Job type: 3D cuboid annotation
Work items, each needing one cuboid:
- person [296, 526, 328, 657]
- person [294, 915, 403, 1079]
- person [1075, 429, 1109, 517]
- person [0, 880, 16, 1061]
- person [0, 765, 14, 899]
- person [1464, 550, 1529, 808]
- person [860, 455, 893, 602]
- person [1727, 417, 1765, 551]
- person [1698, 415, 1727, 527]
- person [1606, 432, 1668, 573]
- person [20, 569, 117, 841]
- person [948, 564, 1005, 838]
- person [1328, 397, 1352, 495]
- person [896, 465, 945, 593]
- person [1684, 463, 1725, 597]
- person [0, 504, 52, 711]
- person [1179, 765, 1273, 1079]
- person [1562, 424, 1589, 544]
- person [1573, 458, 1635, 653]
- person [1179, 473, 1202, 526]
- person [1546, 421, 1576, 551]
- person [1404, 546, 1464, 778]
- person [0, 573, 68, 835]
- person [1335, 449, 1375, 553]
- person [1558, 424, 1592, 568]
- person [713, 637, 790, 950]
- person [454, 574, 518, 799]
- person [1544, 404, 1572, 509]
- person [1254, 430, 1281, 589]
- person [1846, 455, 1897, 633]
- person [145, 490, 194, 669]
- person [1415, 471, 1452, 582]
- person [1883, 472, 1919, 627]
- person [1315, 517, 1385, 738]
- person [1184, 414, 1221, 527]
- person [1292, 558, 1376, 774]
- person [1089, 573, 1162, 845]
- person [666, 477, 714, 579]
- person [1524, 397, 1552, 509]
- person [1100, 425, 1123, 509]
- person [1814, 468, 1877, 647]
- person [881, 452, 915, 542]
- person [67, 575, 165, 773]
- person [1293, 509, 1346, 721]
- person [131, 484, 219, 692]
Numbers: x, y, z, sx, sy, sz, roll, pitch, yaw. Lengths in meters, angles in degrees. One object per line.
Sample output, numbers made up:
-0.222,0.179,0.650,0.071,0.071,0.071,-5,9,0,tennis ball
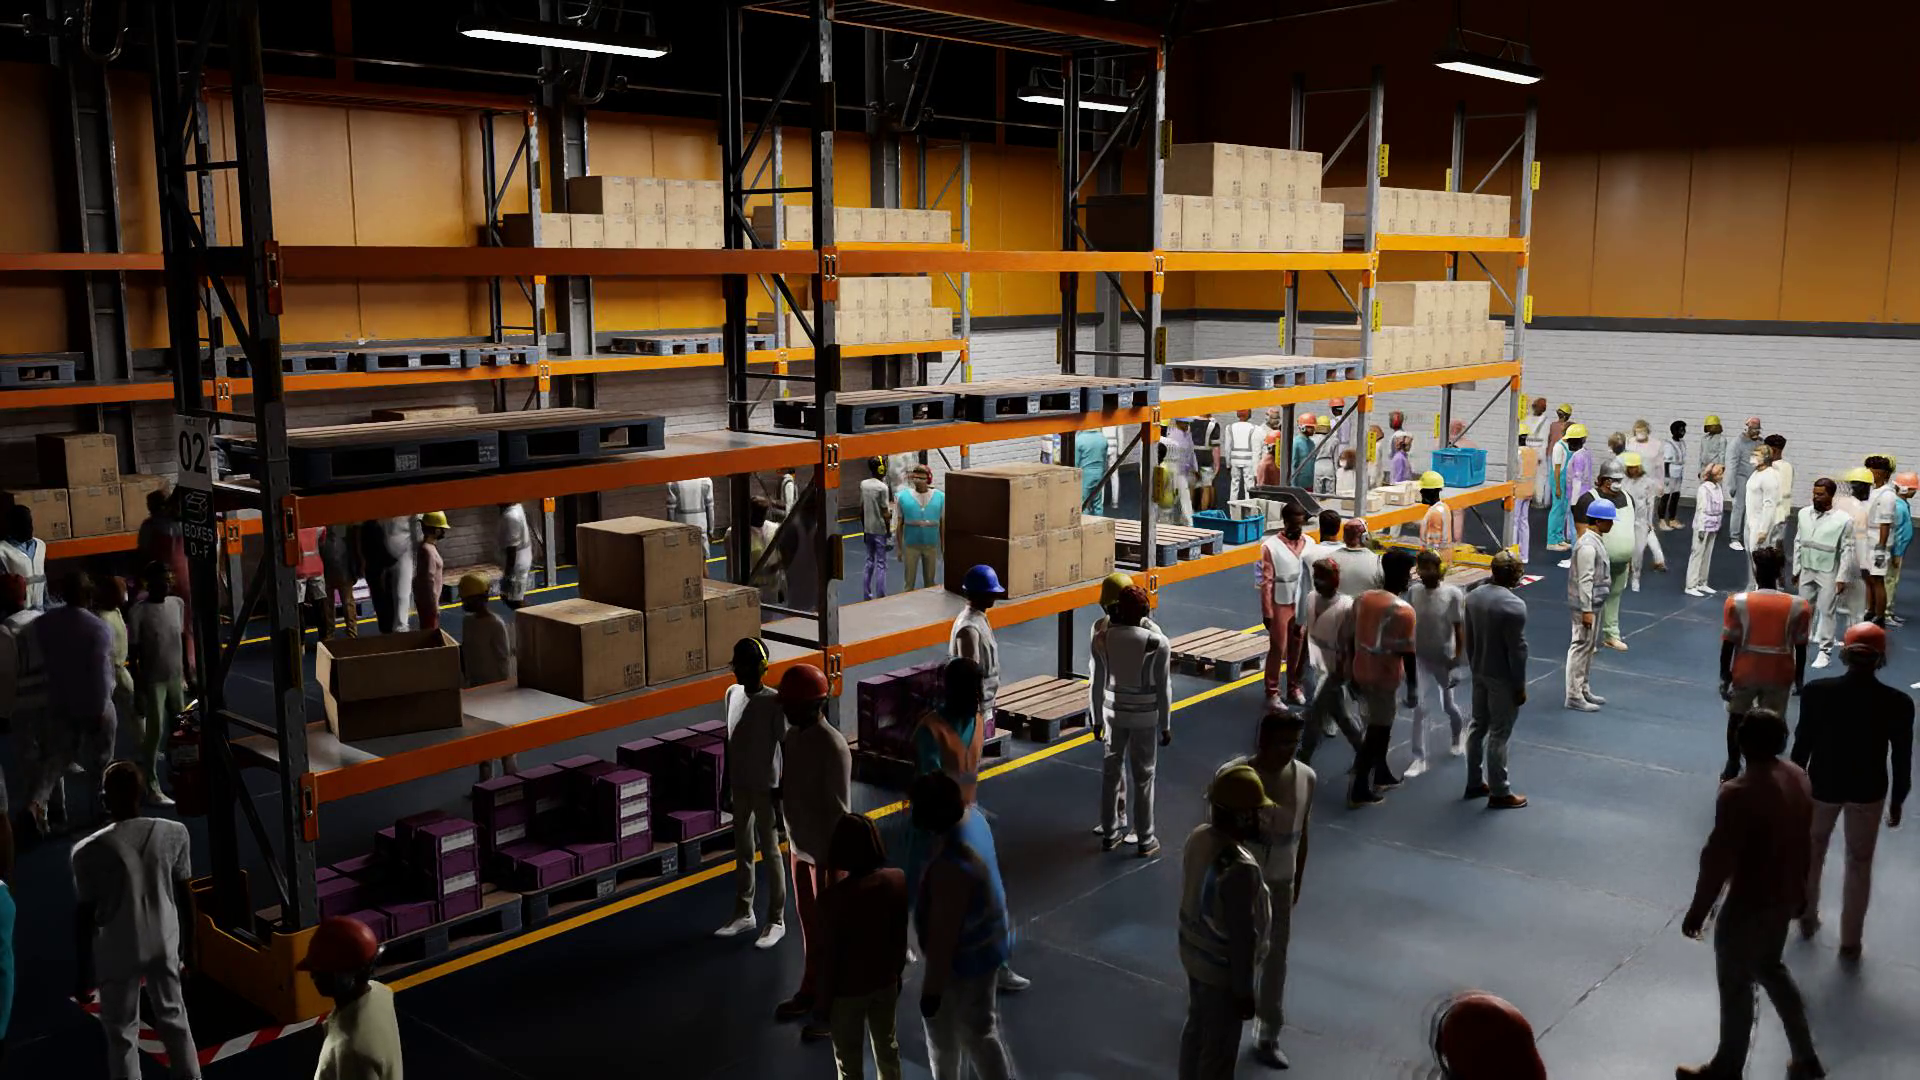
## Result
-6.786,0.354,17.196,0.316,1.696,0.540,8,12,39,person
-2.192,2.196,6.034,0.339,1.750,0.571,-2,10,-13,person
1.829,-0.874,23.939,0.647,1.901,0.395,-7,12,-36,person
-4.248,2.026,6.886,0.651,1.813,0.437,-3,10,-16,person
-5.103,1.672,8.300,0.694,2.000,0.791,-2,10,-10,person
4.018,1.031,12.450,0.370,1.934,0.627,-3,10,-19,person
-0.946,-0.071,19.217,0.328,1.872,0.515,-8,13,-41,person
11.118,-0.791,23.459,0.652,1.894,0.401,-4,10,-21,person
11.515,-1.056,25.517,0.341,1.734,0.482,-4,10,-21,person
8.777,-0.469,21.633,0.932,1.880,0.670,7,12,36,person
-6.288,1.167,11.750,0.636,1.903,0.843,2,10,13,person
0.116,1.131,11.812,0.404,1.945,0.616,1,10,4,person
6.031,-1.344,26.640,0.385,1.929,0.547,9,13,44,person
-0.424,0.071,18.456,0.565,1.841,0.396,-1,10,-9,person
9.112,-0.128,20.286,0.515,1.630,0.321,-8,12,-40,person
-8.374,0.631,14.876,0.392,1.922,0.588,2,10,12,person
1.204,1.913,7.554,0.414,1.822,0.608,-2,10,-9,person
8.775,-0.775,23.759,0.530,1.760,0.339,-7,12,-37,person
6.768,0.159,17.335,0.684,2.000,0.538,-3,10,-17,person
3.508,-1.049,25.627,0.547,1.680,0.464,-1,10,-3,person
8.497,-0.762,23.449,0.348,1.838,0.503,7,12,36,person
3.833,0.939,13.323,0.533,1.829,0.870,7,12,37,person
-6.652,1.158,11.841,0.337,1.882,0.583,0,10,3,person
5.249,-0.436,22.240,0.824,1.590,0.506,-5,11,-26,person
8.185,-0.581,22.130,0.398,1.918,0.590,5,11,26,person
-1.227,1.491,9.889,0.521,1.873,0.328,6,11,32,person
-3.581,1.118,12.521,0.526,1.738,0.373,8,12,40,person
9.824,-1.353,27.228,0.339,1.752,0.529,-7,12,-37,person
3.878,-0.377,20.669,0.389,1.992,0.625,5,11,30,person
10.061,0.040,18.311,0.364,1.960,0.606,2,10,10,person
-7.793,0.392,16.582,0.430,1.824,0.570,1,10,7,person
4.889,0.238,17.248,0.410,1.918,0.585,3,10,20,person
10.480,0.102,18.581,0.354,1.738,0.572,5,11,29,person
3.349,0.753,14.196,0.653,1.904,0.408,3,10,17,person
3.698,-1.186,25.418,0.614,2.030,0.409,6,11,30,person
2.903,1.008,13.005,0.957,1.800,0.582,-3,10,-17,person
1.144,1.167,11.709,0.594,1.912,0.399,8,12,40,person
-3.151,-0.137,19.419,0.550,1.933,0.374,-3,10,-16,person
9.473,-1.446,27.521,0.350,1.856,0.720,-4,10,-20,person
2.406,-1.452,27.418,0.584,1.882,0.337,-3,10,-17,person
9.487,0.193,17.569,0.799,1.886,0.676,3,10,15,person
-0.921,-0.767,23.898,0.916,1.692,0.505,-9,13,-43,person
-6.829,1.062,13.296,0.860,1.585,0.500,-3,10,-15,person
3.232,0.684,14.610,0.603,1.906,0.399,-3,10,-16,person
-7.449,0.413,15.820,0.762,2.000,0.617,-2,10,-14,person
